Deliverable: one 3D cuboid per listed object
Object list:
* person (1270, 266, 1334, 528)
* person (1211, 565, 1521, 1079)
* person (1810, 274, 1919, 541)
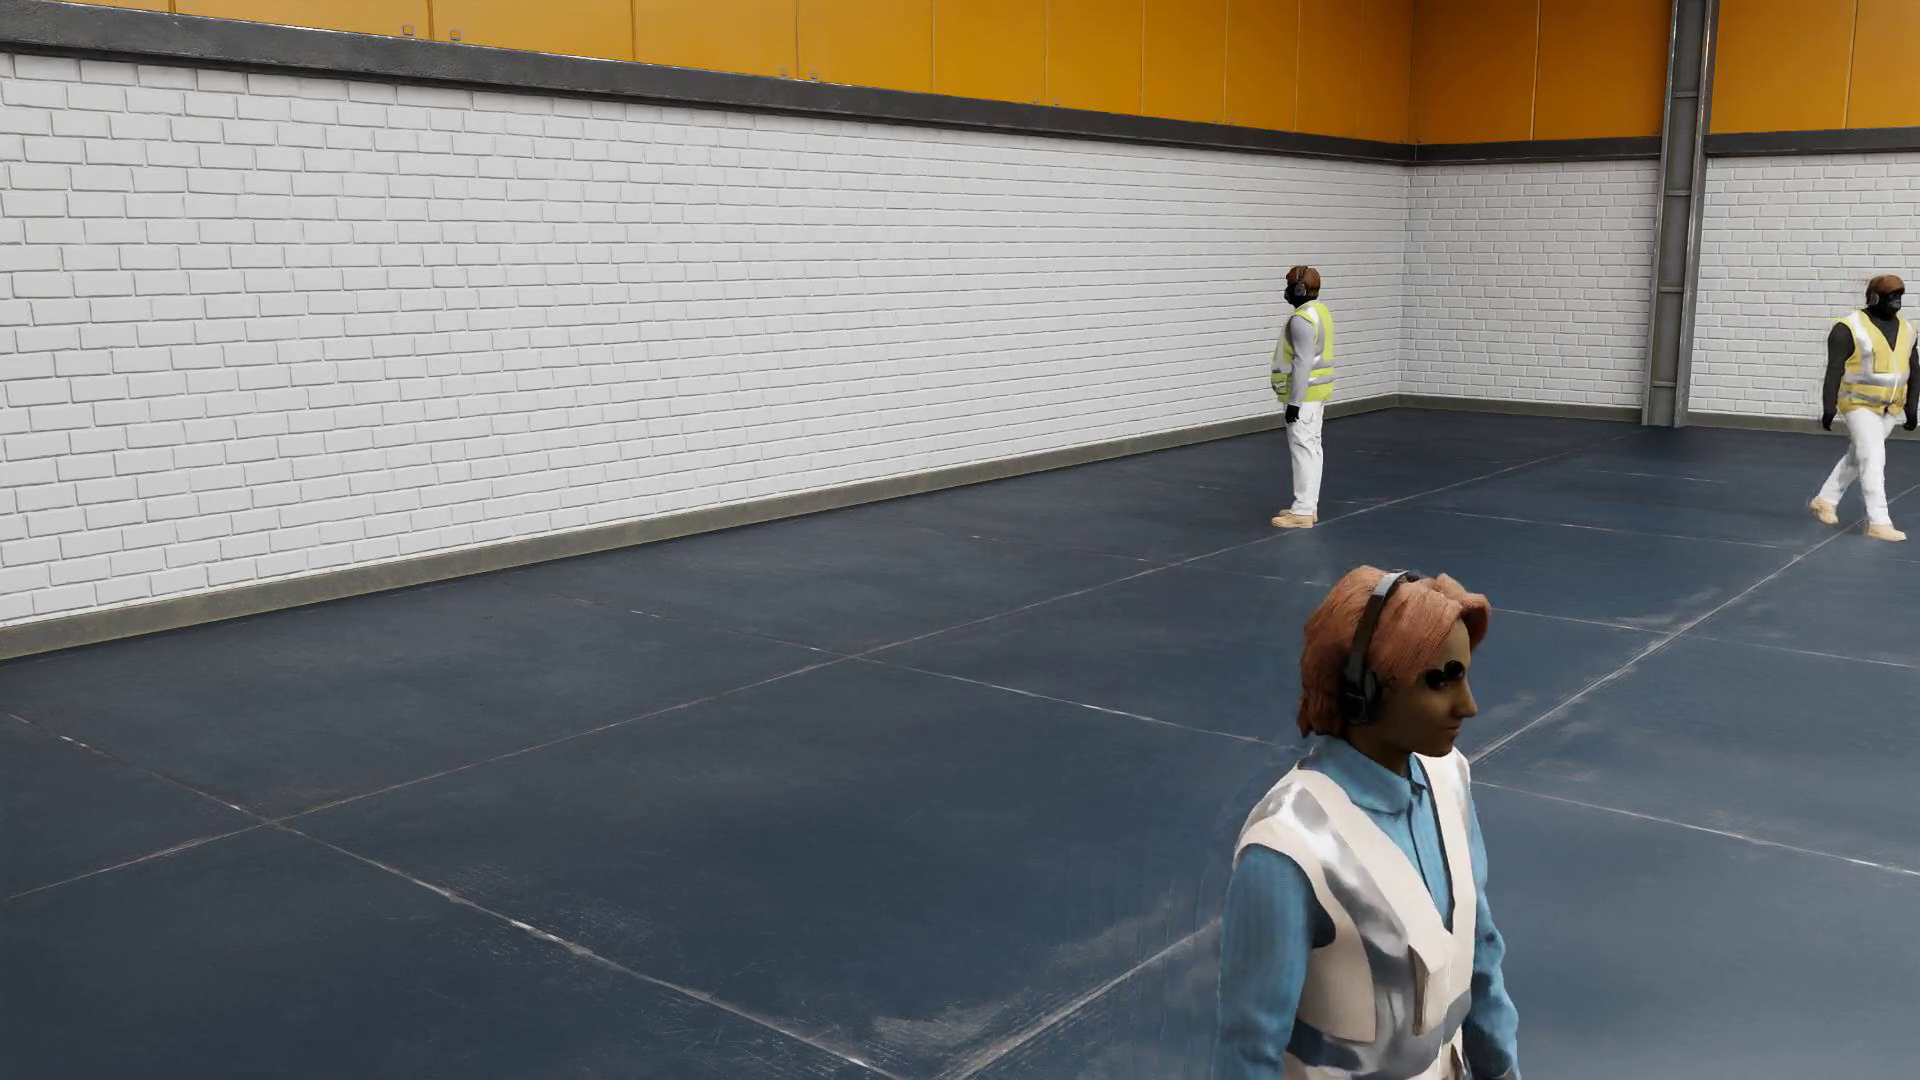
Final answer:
[{"bbox_3d":[2.407,-1.006,11.758,0.430,1.845,0.624,5,11,24],"label":"person"},{"bbox_3d":[0.606,0.839,2.193,0.748,1.607,0.516,7,12,34],"label":"person"},{"bbox_3d":[6.296,-0.943,11.556,0.626,1.803,0.946,-2,10,-13],"label":"person"}]
